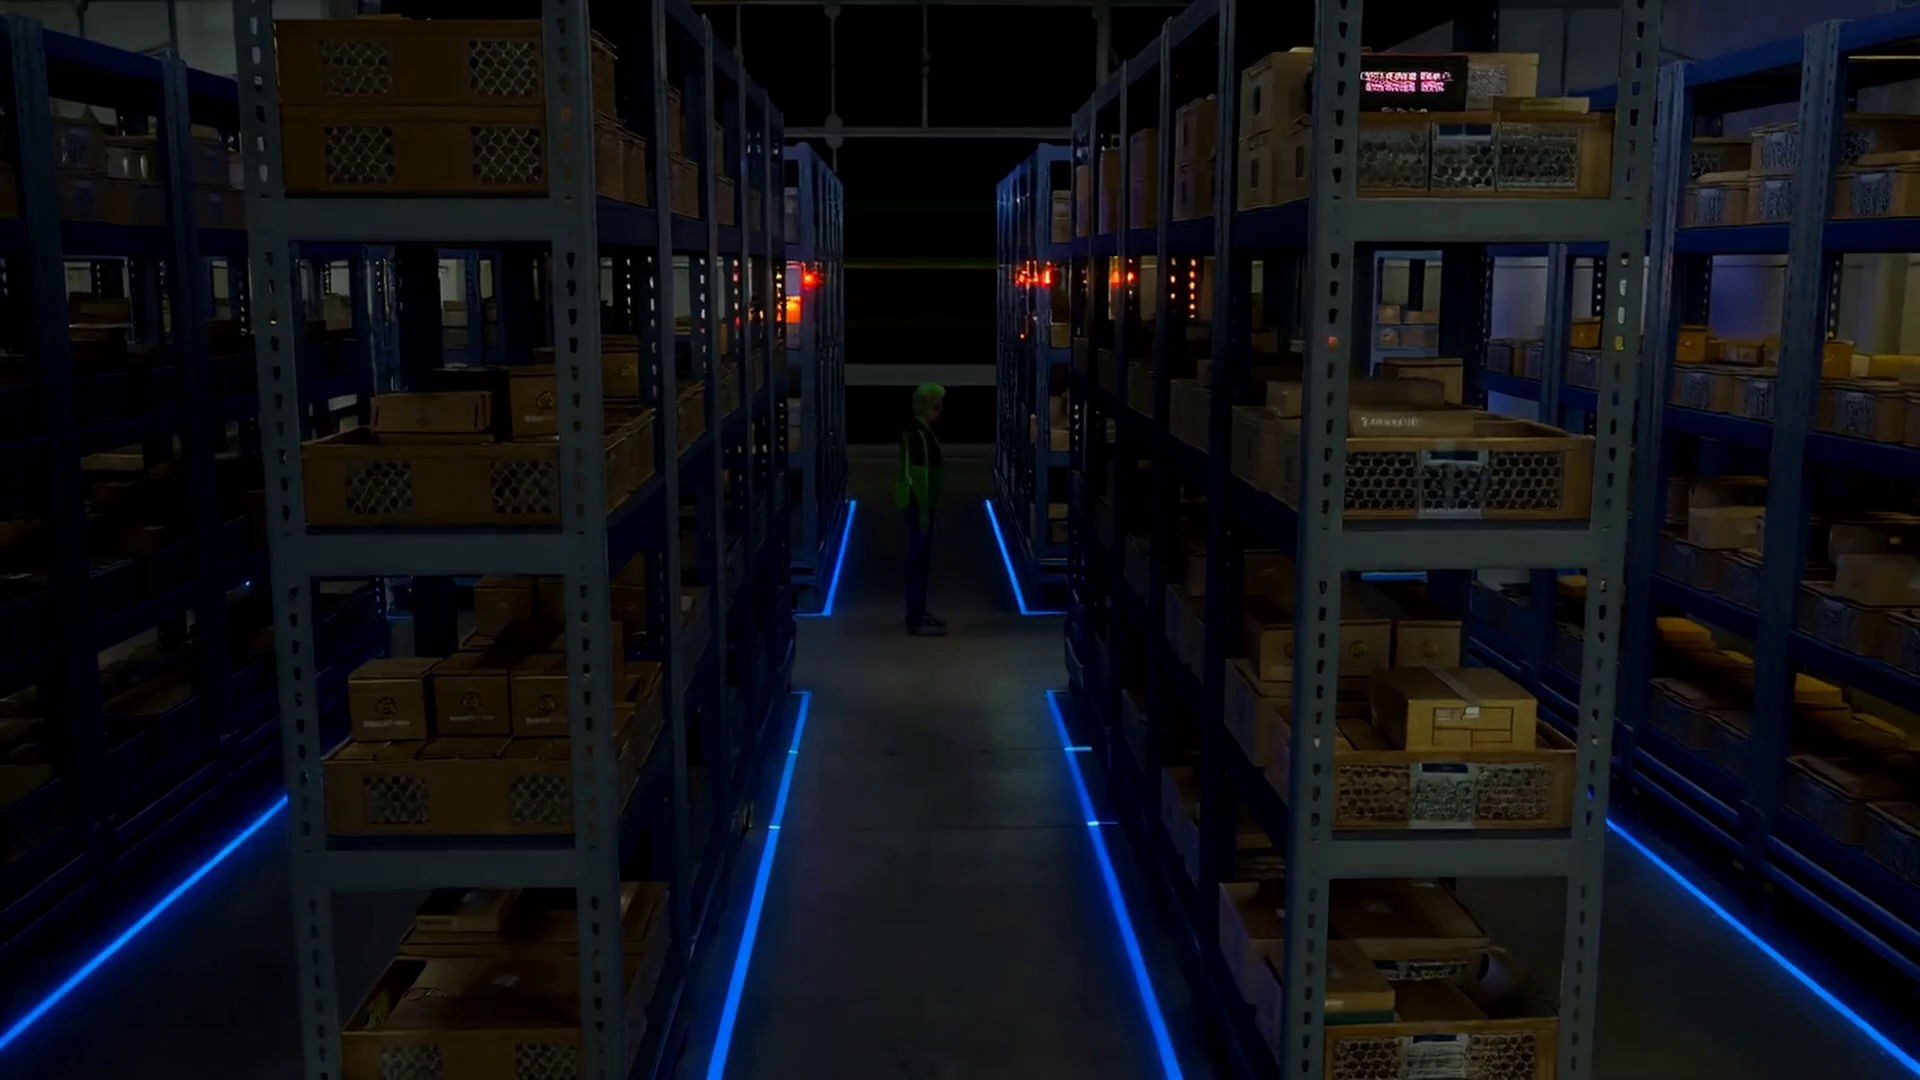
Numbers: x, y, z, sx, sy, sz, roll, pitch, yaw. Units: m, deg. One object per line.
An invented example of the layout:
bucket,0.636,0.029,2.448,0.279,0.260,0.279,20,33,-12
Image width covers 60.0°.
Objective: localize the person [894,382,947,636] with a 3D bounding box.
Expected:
person,-0.289,-0.231,12.176,0.389,1.849,0.566,0,9,-1
